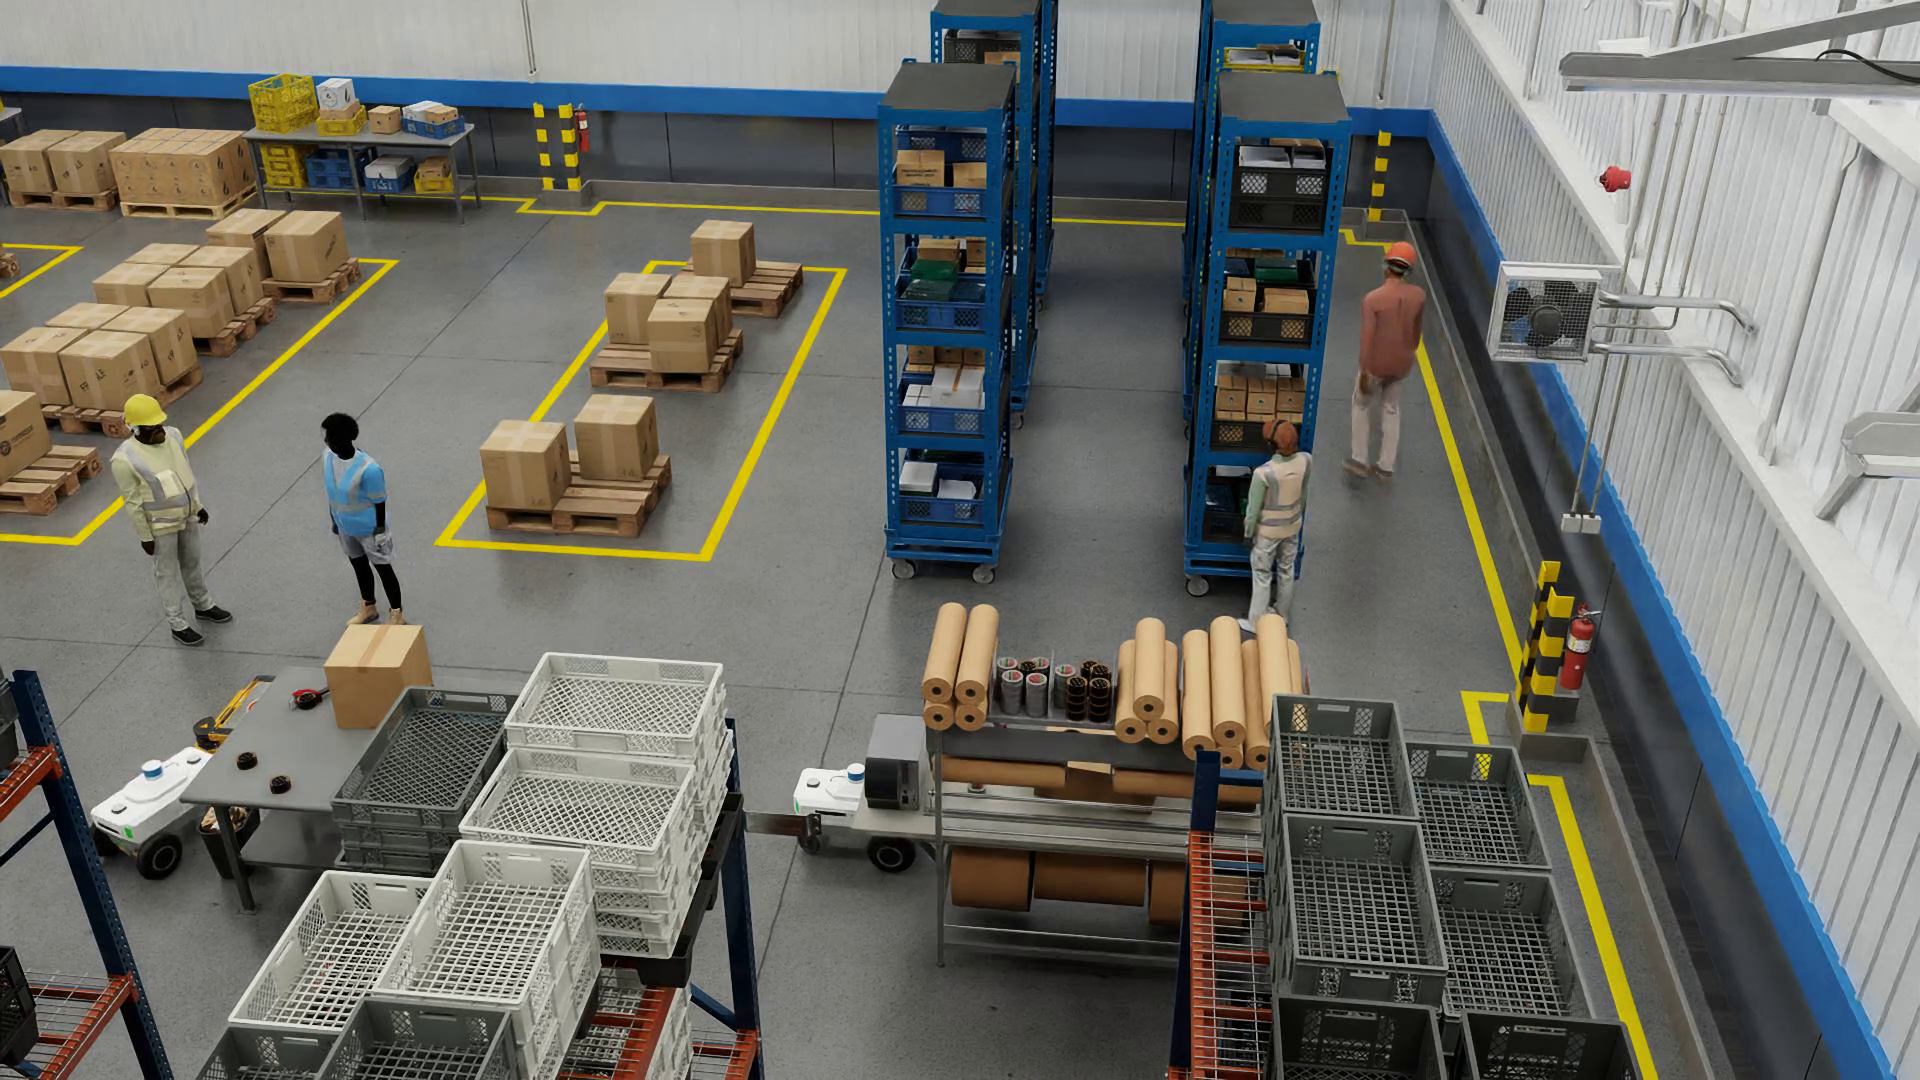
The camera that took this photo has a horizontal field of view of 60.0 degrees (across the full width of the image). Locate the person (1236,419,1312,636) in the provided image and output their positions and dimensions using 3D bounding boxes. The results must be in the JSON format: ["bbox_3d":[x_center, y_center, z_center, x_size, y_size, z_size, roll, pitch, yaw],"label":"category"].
[{"bbox_3d":[2.156,-0.081,11.441,0.516,1.631,0.332,-17,34,-26],"label":"person"}]

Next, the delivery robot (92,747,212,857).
[{"bbox_3d":[-4.653,1.503,9.695,0.477,0.478,0.707,15,34,24],"label":"delivery robot"}]

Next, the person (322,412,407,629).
[{"bbox_3d":[-4.121,-0.106,11.417,0.534,1.699,0.318,15,33,24],"label":"person"}]

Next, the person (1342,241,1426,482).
[{"bbox_3d":[3.460,-1.429,13.443,0.638,1.946,0.614,-9,31,-15],"label":"person"}]

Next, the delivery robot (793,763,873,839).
[{"bbox_3d":[-0.598,1.519,9.667,0.707,0.478,0.477,4,31,7],"label":"delivery robot"}]

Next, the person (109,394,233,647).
[{"bbox_3d":[-5.398,-0.159,11.378,0.403,1.833,0.586,9,31,15],"label":"person"}]
